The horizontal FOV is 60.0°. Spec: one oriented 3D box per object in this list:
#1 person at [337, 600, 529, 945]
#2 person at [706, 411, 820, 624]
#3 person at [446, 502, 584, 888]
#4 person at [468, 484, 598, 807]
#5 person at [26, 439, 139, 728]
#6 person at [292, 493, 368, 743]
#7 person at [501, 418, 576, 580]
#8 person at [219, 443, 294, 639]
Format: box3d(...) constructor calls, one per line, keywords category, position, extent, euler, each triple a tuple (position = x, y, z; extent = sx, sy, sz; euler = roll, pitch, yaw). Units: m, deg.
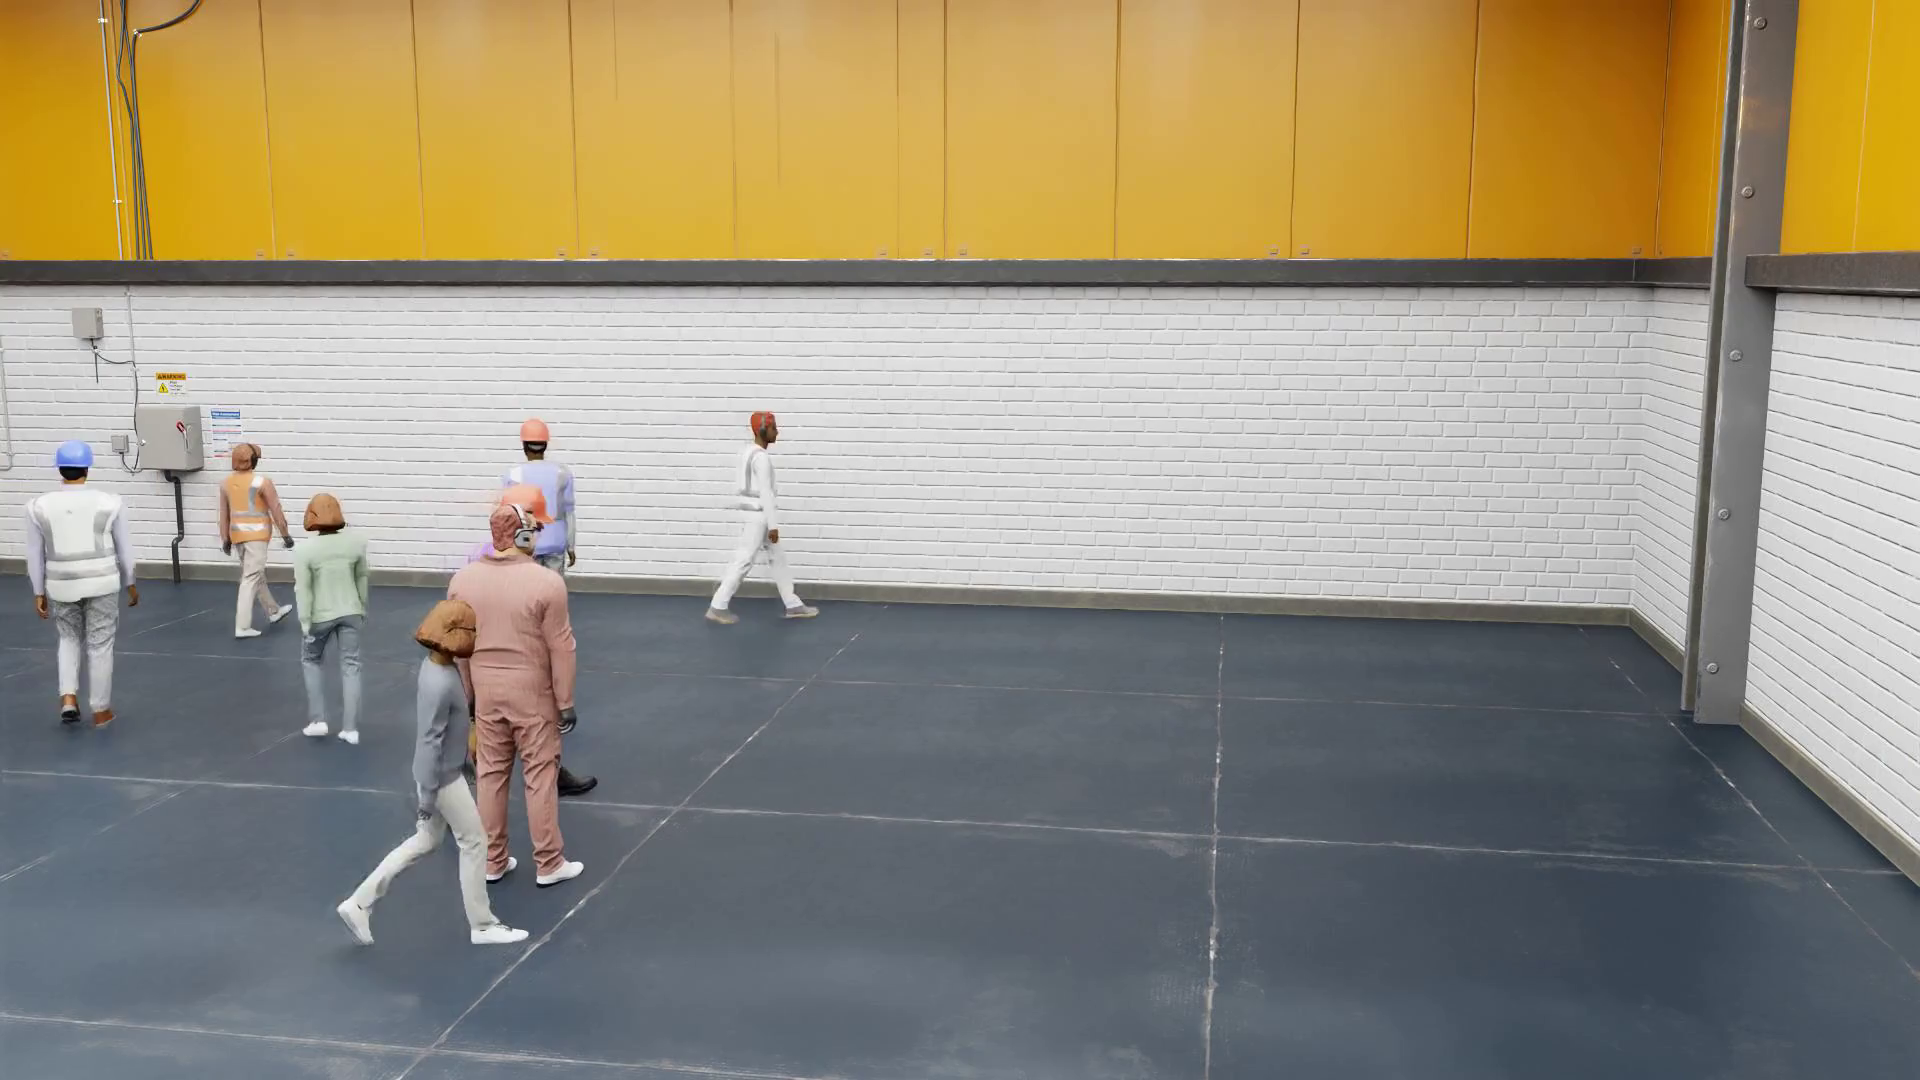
box3d(category="person", position=(-2.369, 1.049, 7.372), extent=(0.749, 1.602, 0.508), euler=(-3, 10, -18))
box3d(category="person", position=(-1.748, -0.191, 14.322), extent=(0.995, 1.838, 0.597), euler=(-2, 9, -13))
box3d(category="person", position=(-2.175, 0.762, 8.218), extent=(0.644, 1.905, 0.400), euler=(3, 10, 15))
box3d(category="person", position=(-2.521, 0.619, 9.237), extent=(0.963, 1.873, 0.567), euler=(-6, 11, -33))
box3d(category="person", position=(-5.783, 0.300, 10.997), extent=(0.611, 1.932, 0.449), euler=(-2, 9, -14))
box3d(category="person", position=(-4.069, 0.498, 10.744), extent=(0.507, 1.616, 0.576), euler=(-8, 12, -39))
box3d(category="person", position=(-3.178, 0.039, 12.625), extent=(0.556, 1.924, 0.552), euler=(-4, 10, -23))
box3d(category="person", position=(-5.843, -0.010, 13.902), extent=(0.523, 1.604, 0.809), euler=(4, 10, 22))
